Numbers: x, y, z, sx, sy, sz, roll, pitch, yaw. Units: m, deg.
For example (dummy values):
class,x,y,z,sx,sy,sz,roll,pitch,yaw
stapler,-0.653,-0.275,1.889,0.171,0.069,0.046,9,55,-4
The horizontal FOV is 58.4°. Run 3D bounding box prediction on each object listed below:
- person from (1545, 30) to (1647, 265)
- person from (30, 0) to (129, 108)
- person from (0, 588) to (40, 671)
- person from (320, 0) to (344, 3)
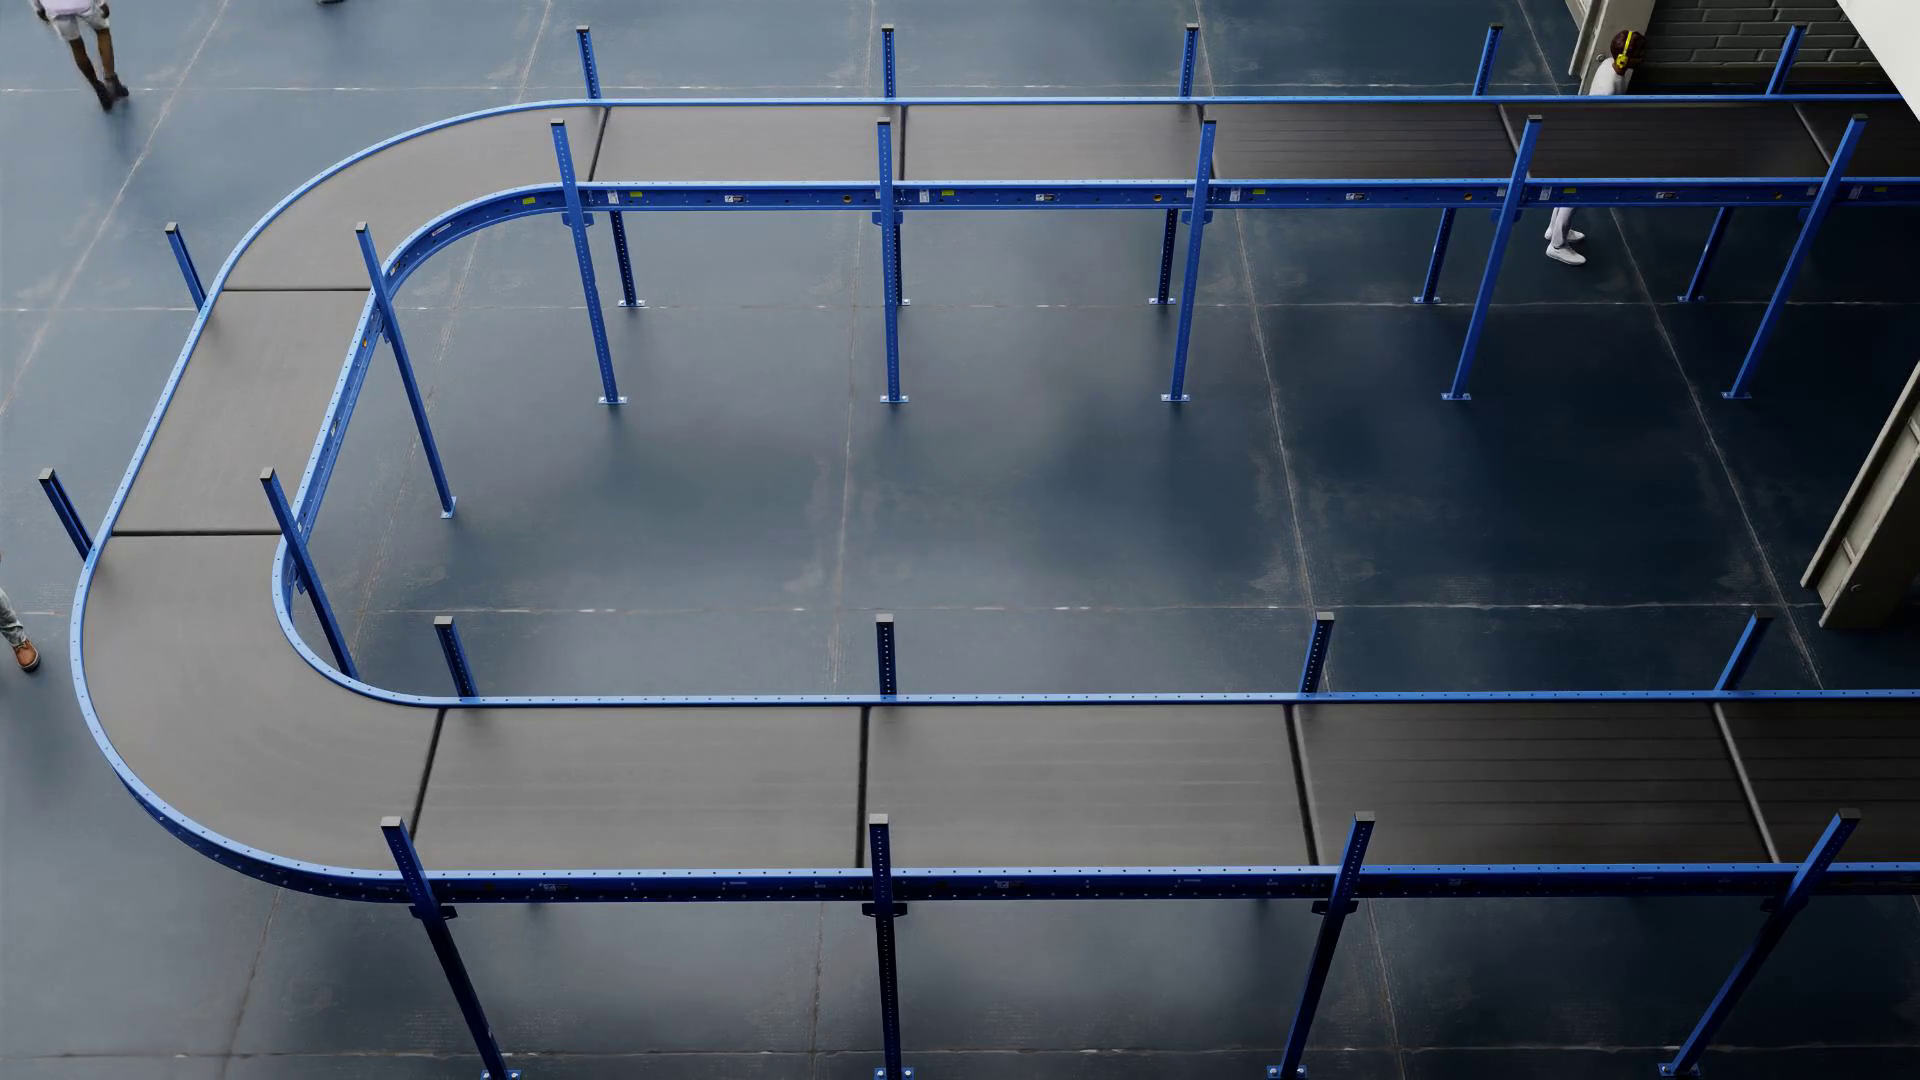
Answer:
class,x,y,z,sx,sy,sz,roll,pitch,yaw
person,4.712,-2.928,12.731,0.328,1.874,0.521,11,48,10
person,-7.336,-4.443,14.105,0.580,1.926,0.390,-11,48,-10
person,-5.875,0.088,9.870,0.627,1.940,0.371,-22,51,-19
person,-5.588,-5.719,15.433,0.875,1.727,0.546,-21,50,-18
